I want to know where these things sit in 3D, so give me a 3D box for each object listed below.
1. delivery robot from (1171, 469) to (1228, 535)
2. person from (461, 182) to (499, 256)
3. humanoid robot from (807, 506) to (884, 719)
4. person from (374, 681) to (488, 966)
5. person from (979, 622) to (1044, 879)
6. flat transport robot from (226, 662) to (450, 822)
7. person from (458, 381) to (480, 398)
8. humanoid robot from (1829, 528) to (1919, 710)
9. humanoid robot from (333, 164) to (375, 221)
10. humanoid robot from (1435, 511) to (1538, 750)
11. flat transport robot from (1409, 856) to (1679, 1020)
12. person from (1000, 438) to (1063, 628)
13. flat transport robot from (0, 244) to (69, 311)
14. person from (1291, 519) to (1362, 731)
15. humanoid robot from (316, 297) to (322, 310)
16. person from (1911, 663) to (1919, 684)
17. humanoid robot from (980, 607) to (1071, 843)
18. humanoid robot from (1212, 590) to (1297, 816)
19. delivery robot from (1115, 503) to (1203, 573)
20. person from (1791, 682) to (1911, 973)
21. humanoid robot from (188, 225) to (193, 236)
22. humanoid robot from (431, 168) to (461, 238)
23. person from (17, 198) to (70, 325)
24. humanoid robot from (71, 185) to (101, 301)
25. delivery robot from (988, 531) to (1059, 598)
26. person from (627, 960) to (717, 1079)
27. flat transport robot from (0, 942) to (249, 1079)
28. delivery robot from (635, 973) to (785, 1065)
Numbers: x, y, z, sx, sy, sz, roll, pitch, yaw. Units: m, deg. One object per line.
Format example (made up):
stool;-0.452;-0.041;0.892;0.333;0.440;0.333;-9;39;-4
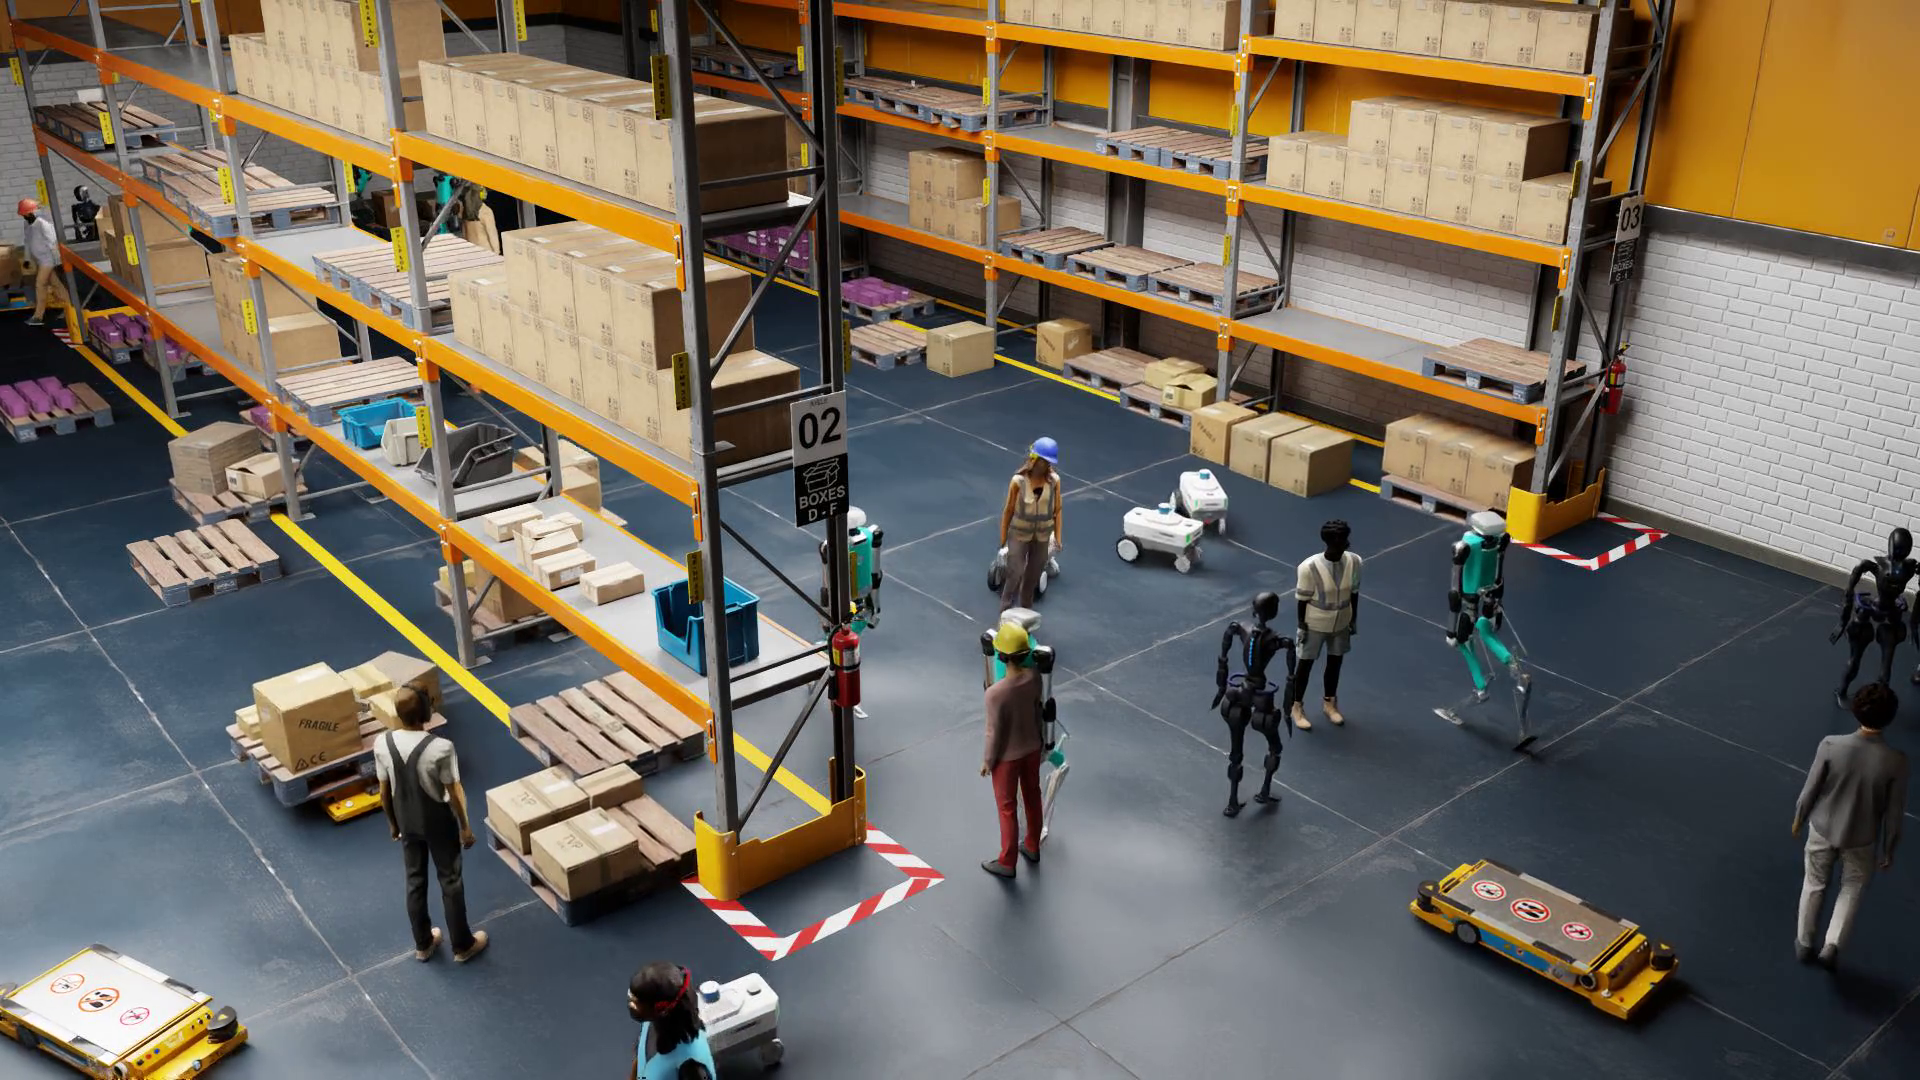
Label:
delivery robot;2.366;-0.396;16.220;0.499;0.611;0.804;-2;23;-4
person;-6.555;-3.967;22.806;0.556;1.875;0.390;12;26;26
humanoid robot;-0.986;0.521;12.659;0.550;1.827;0.880;-18;29;-36
person;-3.120;1.675;9.778;0.512;1.841;0.329;4;24;9
person;0.336;1.340;10.651;0.522;1.769;0.316;-21;31;-39
flat transport robot;-4.494;1.571;12.005;0.659;0.231;1.431;-20;30;-39
person;-5.637;-2.503;19.586;0.687;1.746;0.501;5;24;12
humanoid robot;6.888;0.627;12.456;0.611;1.624;0.742;5;24;12
humanoid robot;-10.327;-6.232;28.230;0.967;1.739;0.544;6;24;14
humanoid robot;3.971;0.718;12.163;0.530;1.777;0.991;-14;27;-29
flat transport robot;3.543;2.379;10.135;0.659;0.231;1.431;-21;31;-39
person;0.589;-0.036;13.865;0.507;1.744;0.409;-5;24;-12
flat transport robot;-13.389;-3.373;23.455;1.431;0.231;0.659;-10;25;-22
person;2.730;0.620;12.416;0.534;1.690;0.320;-7;24;-16
humanoid robot;-8.767;-3.636;22.289;0.332;1.652;0.612;6;24;13
person;7.812;0.269;12.938;0.546;1.926;0.388;13;27;27
humanoid robot;0.498;1.213;10.997;0.531;1.800;0.700;16;28;33
humanoid robot;1.994;1.094;11.340;0.598;1.650;0.448;14;27;29
delivery robot;1.856;-0.043;15.407;0.815;0.614;0.499;14;27;30
person;5.150;1.702;9.675;0.552;1.880;0.486;14;27;29
humanoid robot;-11.048;-4.047;23.188;0.969;1.748;0.530;-3;24;-7
humanoid robot;-7.665;-4.561;24.391;0.557;1.809;0.777;18;29;36
person;-12.537;-3.787;22.582;0.600;1.710;0.766;20;30;38
humanoid robot;-12.337;-4.254;23.775;0.587;1.637;0.759;4;24;9
delivery robot;0.599;0.160;14.913;0.525;0.596;0.768;9;25;20
person;-1.366;2.692;7.437;0.948;1.823;0.526;-11;26;-25
flat transport robot;-4.777;2.704;9.383;1.431;0.231;0.659;13;26;27
delivery robot;-1.373;2.694;9.064;0.792;0.611;0.499;-15;27;-31
